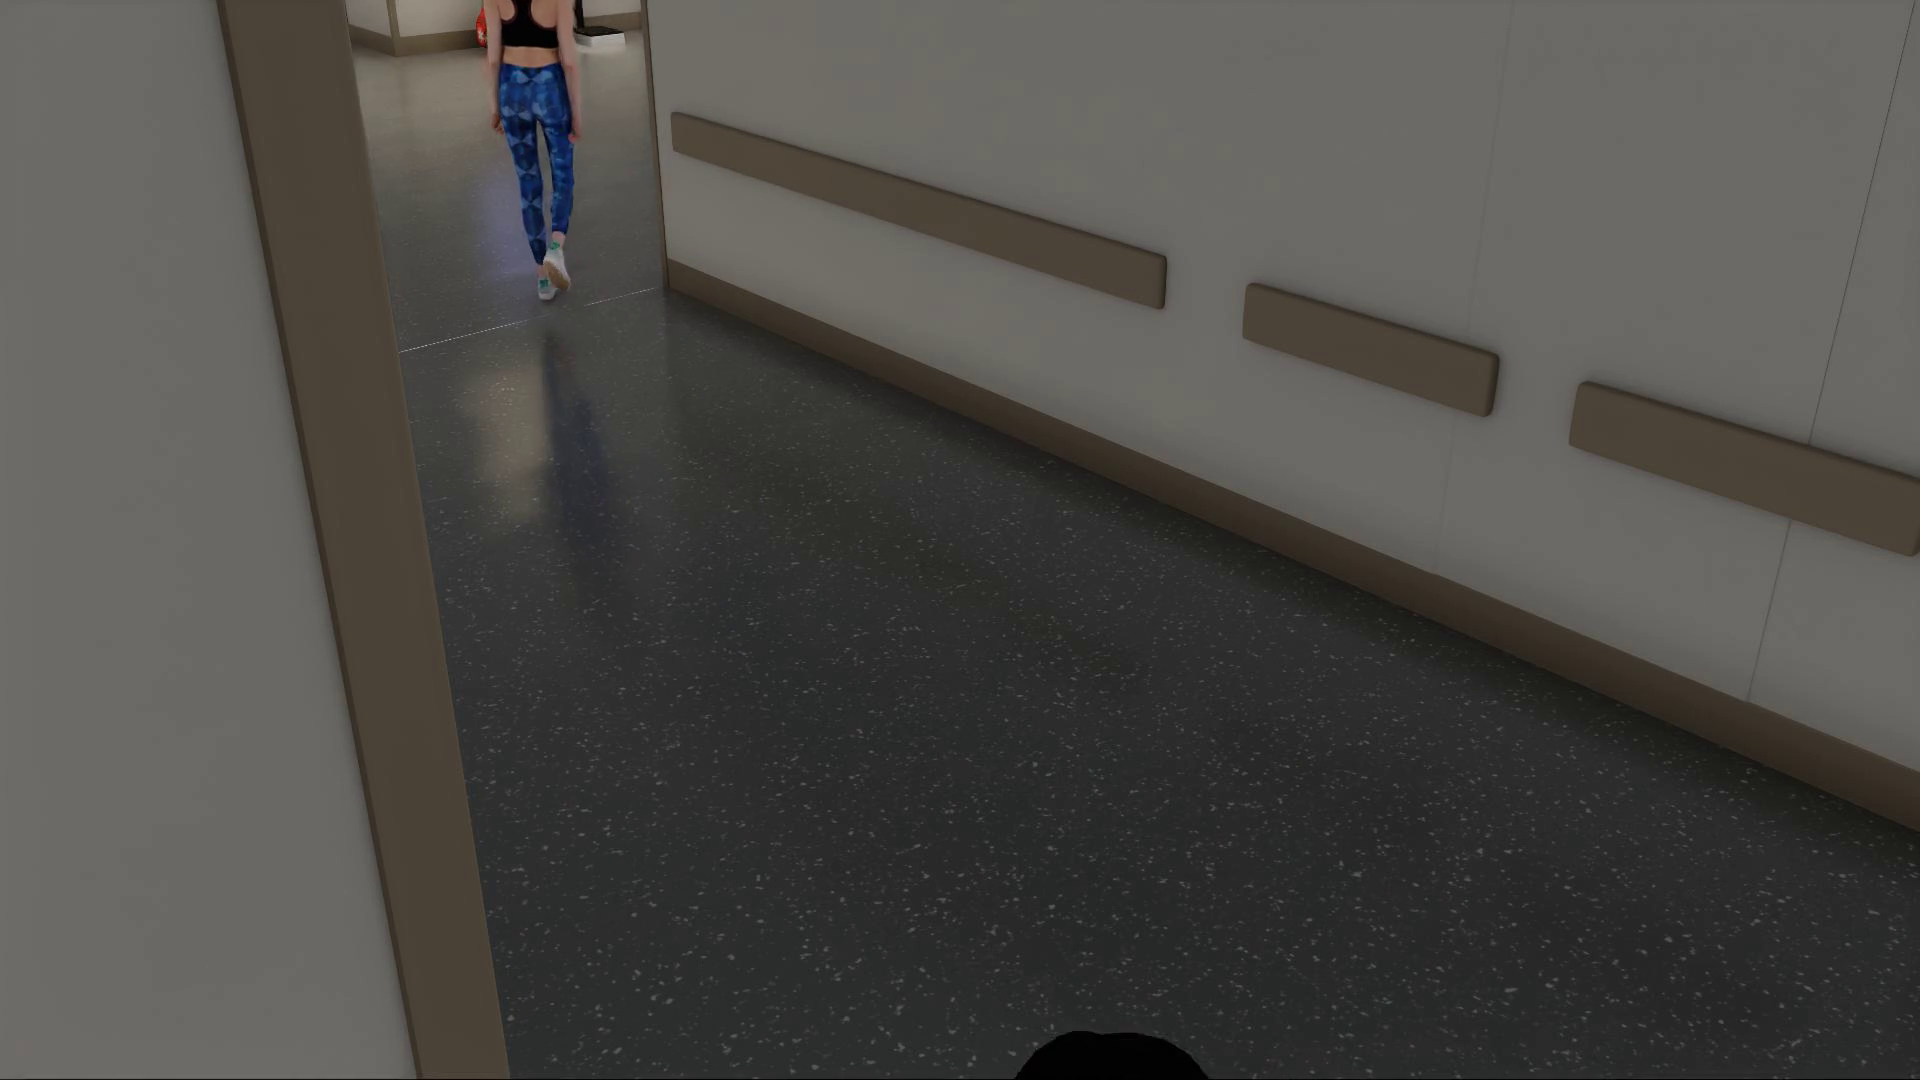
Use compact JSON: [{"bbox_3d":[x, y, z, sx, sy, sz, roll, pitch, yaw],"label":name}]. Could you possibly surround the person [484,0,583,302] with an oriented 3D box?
[{"bbox_3d":[-1.961,-1.941,7.703,0.884,1.774,0.901,-4,26,-7],"label":"person"}]
